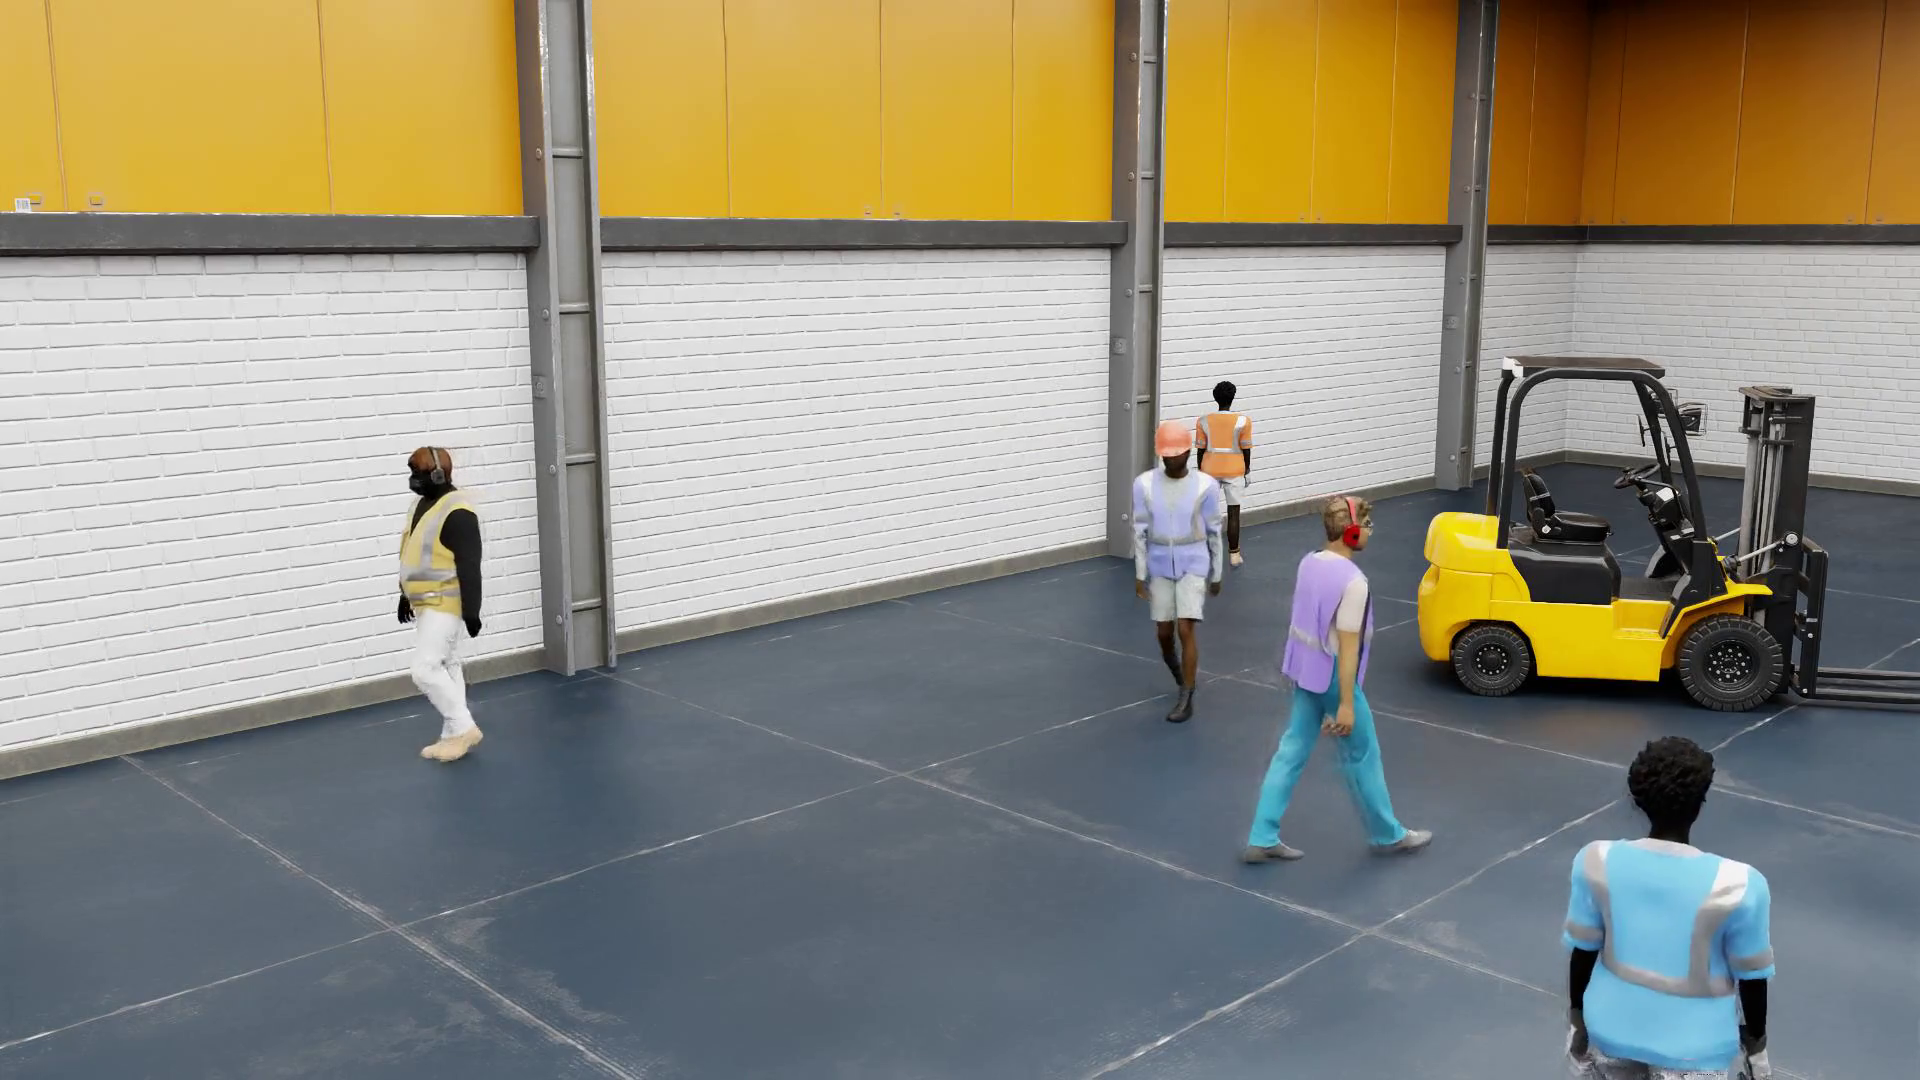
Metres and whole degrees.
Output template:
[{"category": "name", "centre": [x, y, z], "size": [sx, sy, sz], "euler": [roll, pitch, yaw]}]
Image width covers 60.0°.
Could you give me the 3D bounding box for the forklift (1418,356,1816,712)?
[{"category": "forklift", "centre": [4.276, -0.101, 11.076], "size": [2.313, 2.155, 1.214], "euler": [2, 11, 13]}]

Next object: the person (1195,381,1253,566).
[{"category": "person", "centre": [2.403, -0.604, 15.195], "size": [0.531, 1.694, 0.320], "euler": [4, 11, 22]}]

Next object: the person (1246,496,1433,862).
[{"category": "person", "centre": [1.810, 0.672, 7.947], "size": [0.961, 1.791, 0.583], "euler": [-3, 11, -17]}]

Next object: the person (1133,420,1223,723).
[{"category": "person", "centre": [1.381, 0.159, 10.475], "size": [0.556, 1.901, 0.744], "euler": [3, 11, 18]}]

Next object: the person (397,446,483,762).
[{"category": "person", "centre": [-2.992, 0.368, 9.518], "size": [0.454, 1.828, 0.630], "euler": [-7, 12, -33]}]

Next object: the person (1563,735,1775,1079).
[{"category": "person", "centre": [1.875, 1.363, 4.520], "size": [0.535, 1.670, 0.780], "euler": [10, 14, 44]}]
